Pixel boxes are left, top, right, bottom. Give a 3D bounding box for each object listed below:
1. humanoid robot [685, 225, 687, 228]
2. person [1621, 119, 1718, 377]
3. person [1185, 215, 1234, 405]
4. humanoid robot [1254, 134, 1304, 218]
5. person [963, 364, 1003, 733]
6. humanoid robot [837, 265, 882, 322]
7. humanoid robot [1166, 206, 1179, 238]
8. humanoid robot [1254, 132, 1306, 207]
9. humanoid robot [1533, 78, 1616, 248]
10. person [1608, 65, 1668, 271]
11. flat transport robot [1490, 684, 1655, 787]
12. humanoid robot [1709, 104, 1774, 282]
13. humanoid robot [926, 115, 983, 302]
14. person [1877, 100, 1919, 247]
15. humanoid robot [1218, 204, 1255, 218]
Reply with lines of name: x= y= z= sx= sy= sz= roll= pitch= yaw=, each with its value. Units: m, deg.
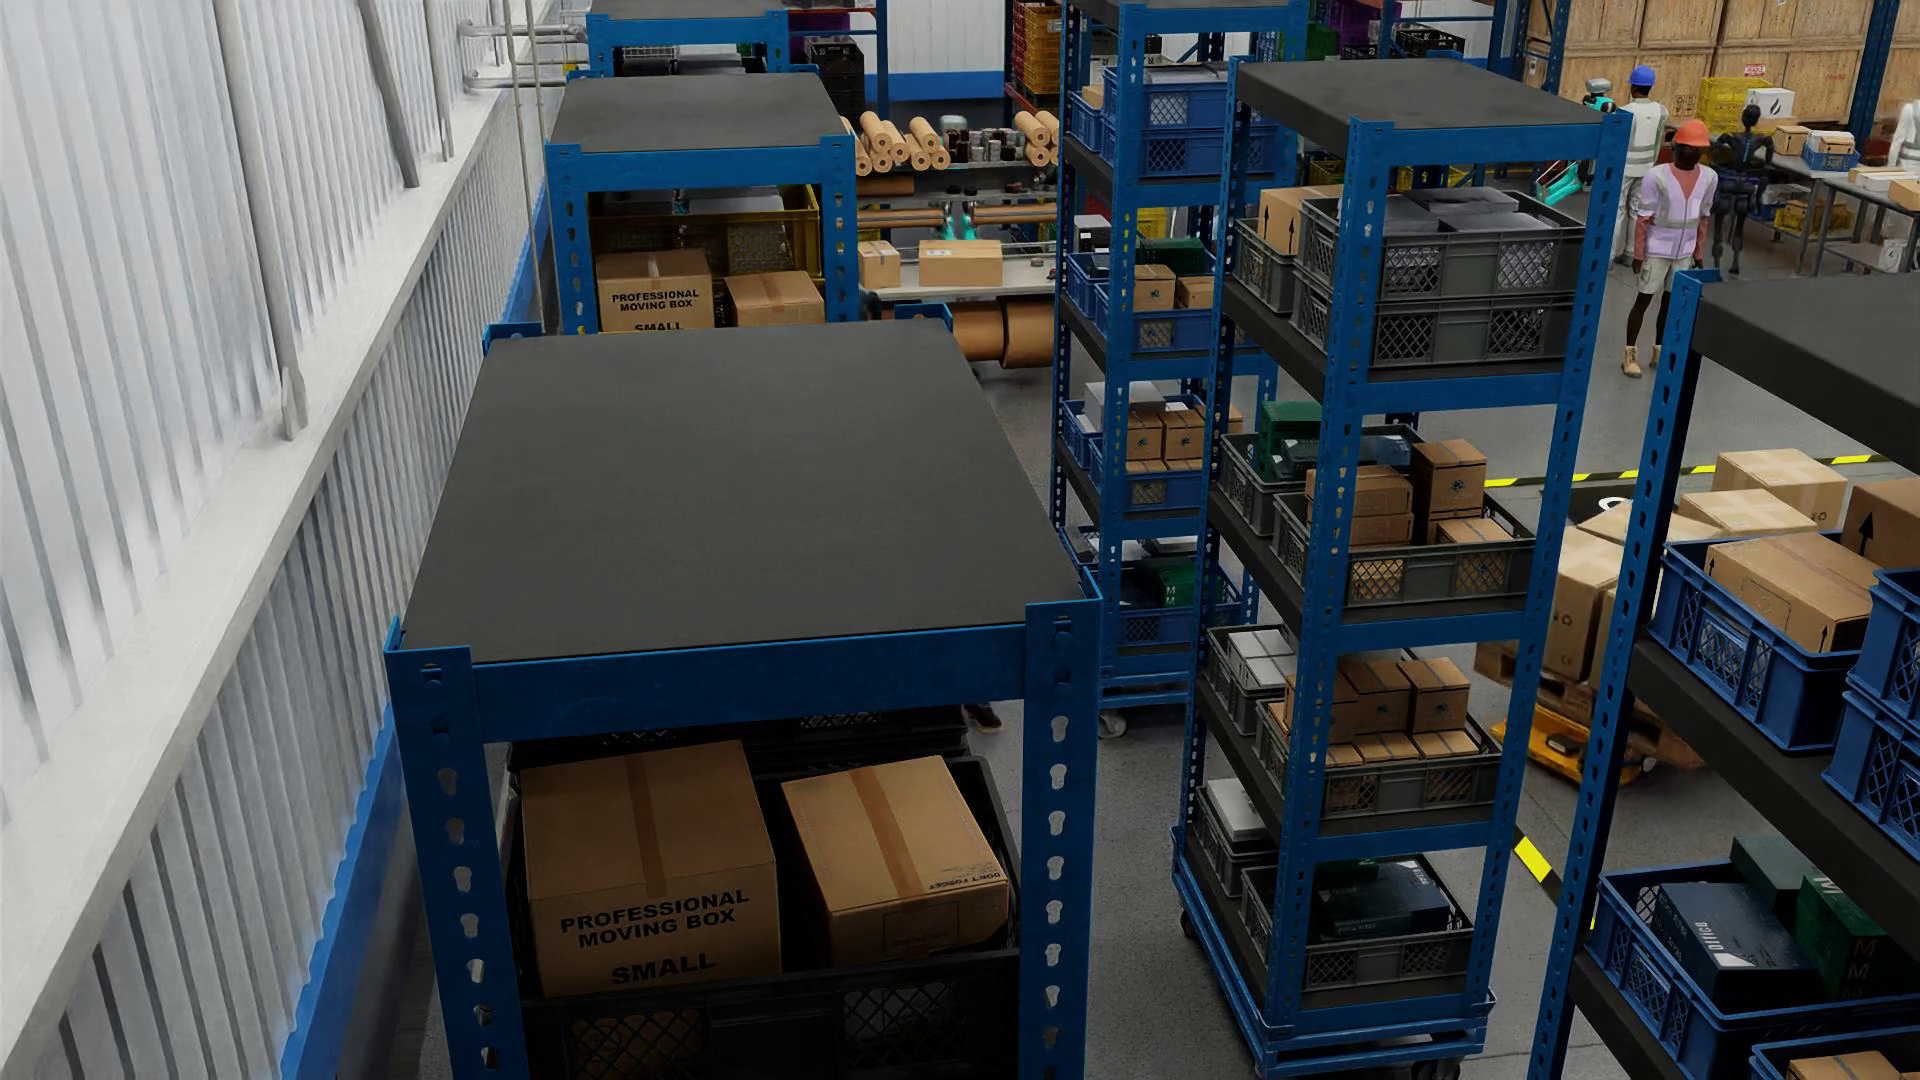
humanoid robot: x=-2.645 y=-3.565 z=16.414 sx=0.599 sy=1.623 sz=0.784 roll=1 pitch=25 yaw=1
person: x=5.620 y=-2.294 z=13.160 sx=0.606 sy=2.048 sz=0.365 roll=-3 pitch=25 yaw=-6
person: x=1.669 y=-1.258 z=11.139 sx=0.393 sy=1.849 sz=0.596 roll=-4 pitch=25 yaw=-9
humanoid robot: x=2.800 y=-2.761 z=14.670 sx=0.605 sy=1.620 sz=0.789 roll=-21 pitch=32 yaw=-37
person: x=-0.039 y=0.054 z=8.186 sx=0.648 sy=1.928 sz=0.817 roll=-13 pitch=28 yaw=-27
humanoid robot: x=-0.750 y=-1.108 z=11.036 sx=0.603 sy=1.643 sz=0.520 roll=-18 pitch=30 yaw=-34
humanoid robot: x=2.267 y=-3.748 z=16.528 sx=0.533 sy=1.677 sz=0.735 roll=4 pitch=25 yaw=10
humanoid robot: x=3.020 y=-3.257 z=15.564 sx=0.530 sy=1.745 sz=0.689 roll=-3 pitch=25 yaw=-7
humanoid robot: x=5.982 y=-3.688 z=16.436 sx=0.738 sy=1.693 sz=0.535 roll=-2 pitch=25 yaw=-4
person: x=6.468 y=-3.583 z=16.079 sx=0.607 sy=1.947 sz=0.386 roll=-9 pitch=26 yaw=-19
flat transport robot: x=3.411 y=0.840 z=8.439 sx=1.431 sy=0.197 sz=0.652 roll=-17 pitch=30 yaw=-33
humanoid robot: x=7.327 y=-3.294 z=15.772 sx=0.592 sy=1.656 sz=0.398 roll=5 pitch=25 yaw=12
humanoid robot: x=0.019 y=-2.741 z=14.566 sx=0.541 sy=1.829 sz=0.797 roll=-8 pitch=26 yaw=-16
person: x=9.431 y=-3.660 z=16.333 sx=0.571 sy=1.867 sz=0.441 roll=-2 pitch=25 yaw=-5
humanoid robot: x=2.862 y=-3.831 z=16.907 sx=0.548 sy=1.787 sz=0.935 roll=-8 pitch=26 yaw=-18
